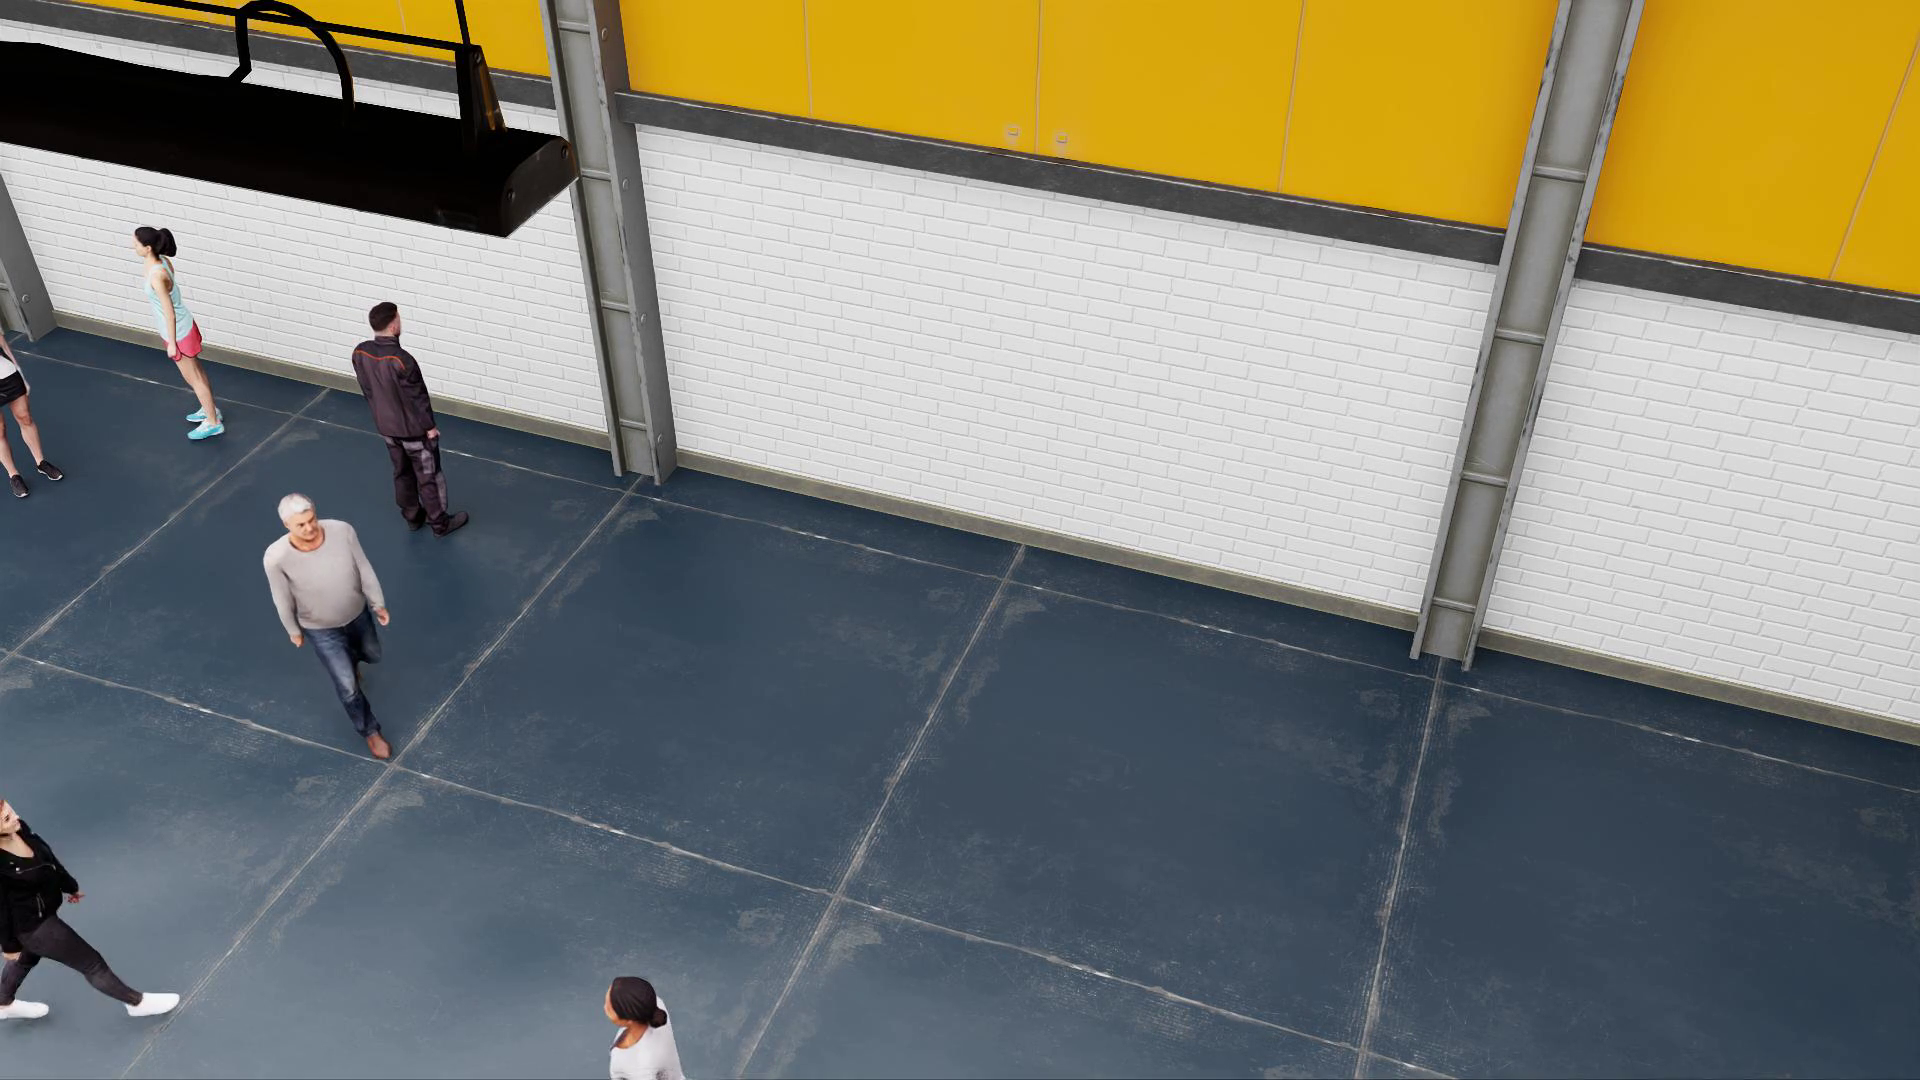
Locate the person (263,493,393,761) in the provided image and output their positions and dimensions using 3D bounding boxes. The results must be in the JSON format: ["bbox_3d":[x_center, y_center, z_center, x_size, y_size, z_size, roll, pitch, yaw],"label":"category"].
[{"bbox_3d":[-3.789,0.423,10.031,1.092,1.885,1.266,-27,46,-29],"label":"person"}]

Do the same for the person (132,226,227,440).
[{"bbox_3d":[-5.951,-1.585,12.641,0.750,1.765,0.698,-13,40,-15],"label":"person"}]

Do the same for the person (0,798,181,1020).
[{"bbox_3d":[-4.741,1.924,8.352,1.252,1.633,1.018,-7,39,-8],"label":"person"}]

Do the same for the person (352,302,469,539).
[{"bbox_3d":[-3.887,-0.836,11.639,0.569,1.845,0.789,16,41,19],"label":"person"}]

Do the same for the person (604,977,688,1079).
[{"bbox_3d":[-1.294,2.561,7.486,0.899,1.719,0.807,-2,39,-2],"label":"person"}]

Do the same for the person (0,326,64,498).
[{"bbox_3d":[-7.011,-1.134,12.088,0.639,1.751,0.643,27,46,29],"label":"person"}]
